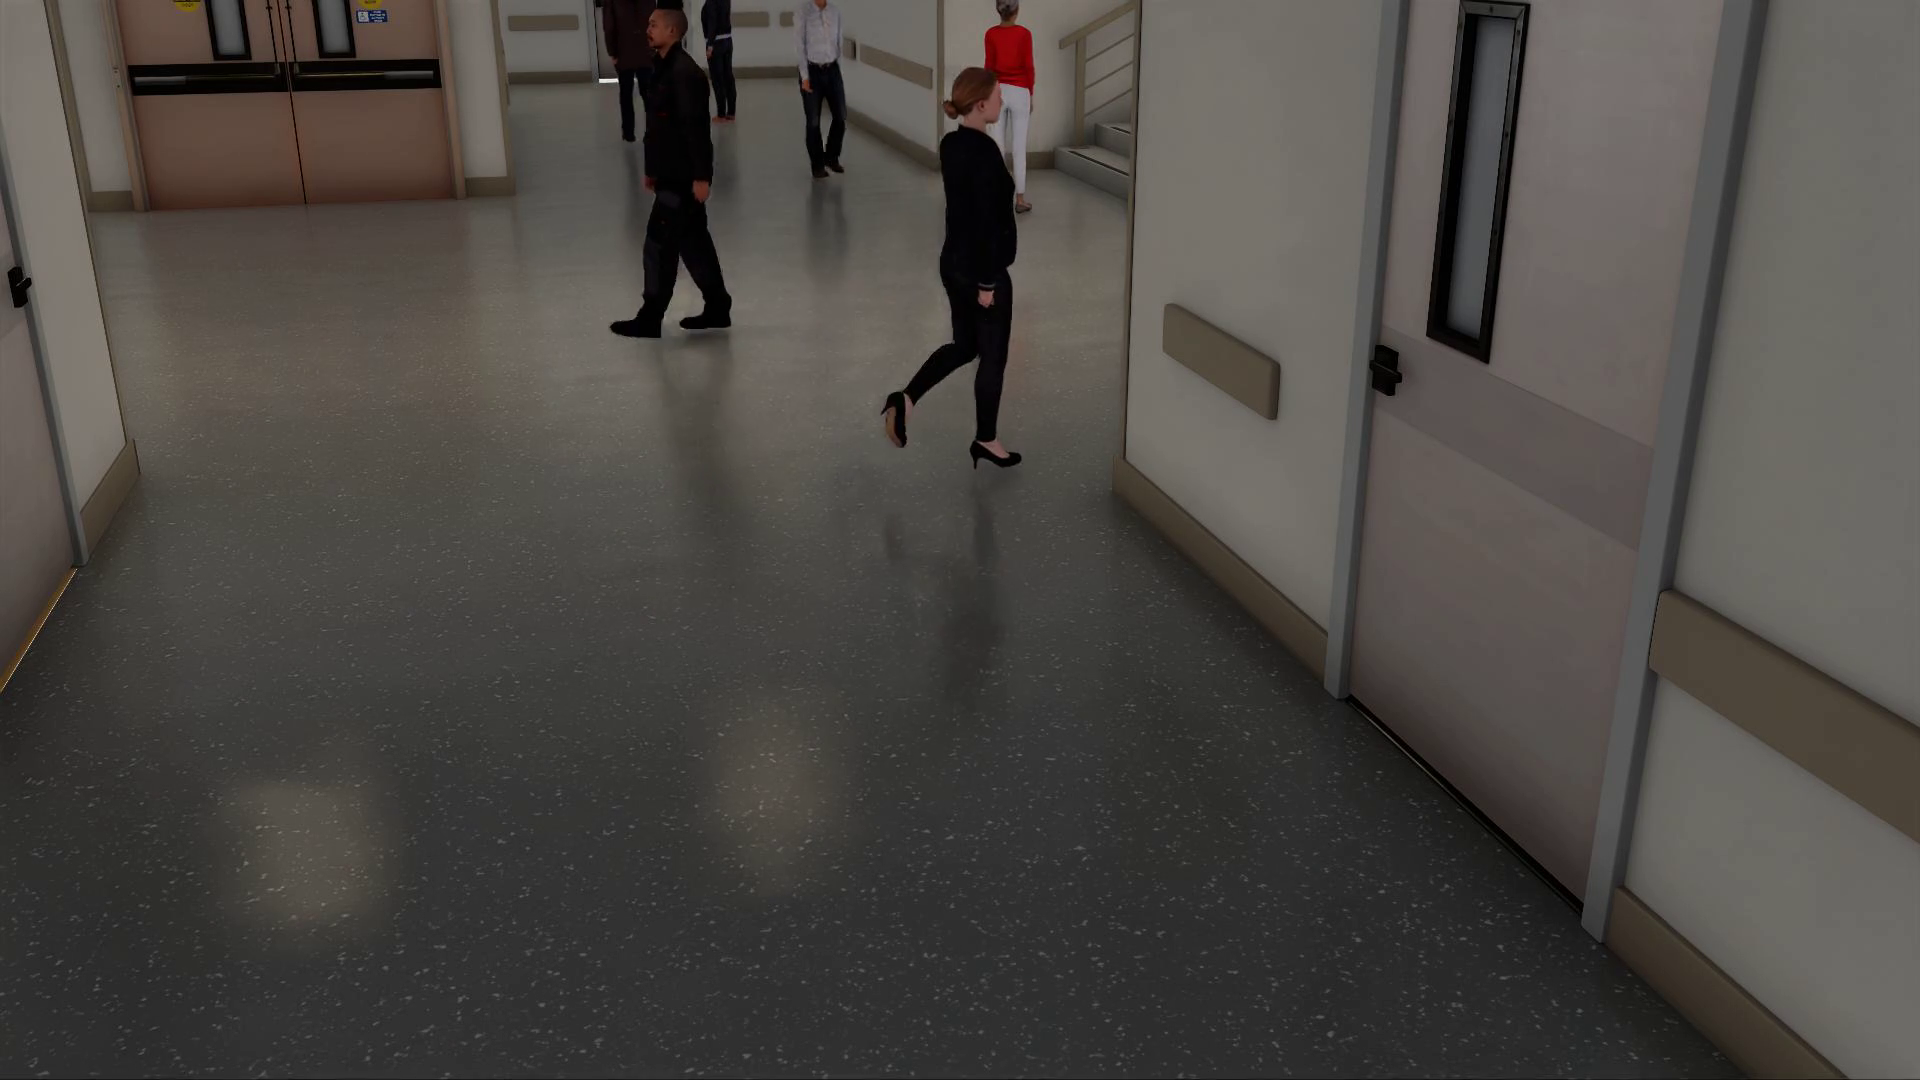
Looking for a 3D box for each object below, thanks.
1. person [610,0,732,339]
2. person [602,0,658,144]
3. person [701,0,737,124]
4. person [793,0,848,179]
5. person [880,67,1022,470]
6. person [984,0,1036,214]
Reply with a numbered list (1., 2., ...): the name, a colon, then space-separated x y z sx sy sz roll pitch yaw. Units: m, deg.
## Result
1. person: -1.453 -2.032 9.156 0.973 1.832 0.824 -8 22 -19
2. person: -3.228 -4.862 16.655 1.083 1.813 0.872 -8 22 -21
3. person: -2.719 -5.621 18.779 0.707 1.727 0.680 8 22 20
4. person: -1.279 -4.125 14.717 0.624 1.807 0.743 -10 23 -24
5. person: -0.016 -1.070 6.843 0.909 1.672 0.708 -9 23 -23
6. person: 0.385 -3.438 13.065 0.608 1.693 0.698 4 21 10
